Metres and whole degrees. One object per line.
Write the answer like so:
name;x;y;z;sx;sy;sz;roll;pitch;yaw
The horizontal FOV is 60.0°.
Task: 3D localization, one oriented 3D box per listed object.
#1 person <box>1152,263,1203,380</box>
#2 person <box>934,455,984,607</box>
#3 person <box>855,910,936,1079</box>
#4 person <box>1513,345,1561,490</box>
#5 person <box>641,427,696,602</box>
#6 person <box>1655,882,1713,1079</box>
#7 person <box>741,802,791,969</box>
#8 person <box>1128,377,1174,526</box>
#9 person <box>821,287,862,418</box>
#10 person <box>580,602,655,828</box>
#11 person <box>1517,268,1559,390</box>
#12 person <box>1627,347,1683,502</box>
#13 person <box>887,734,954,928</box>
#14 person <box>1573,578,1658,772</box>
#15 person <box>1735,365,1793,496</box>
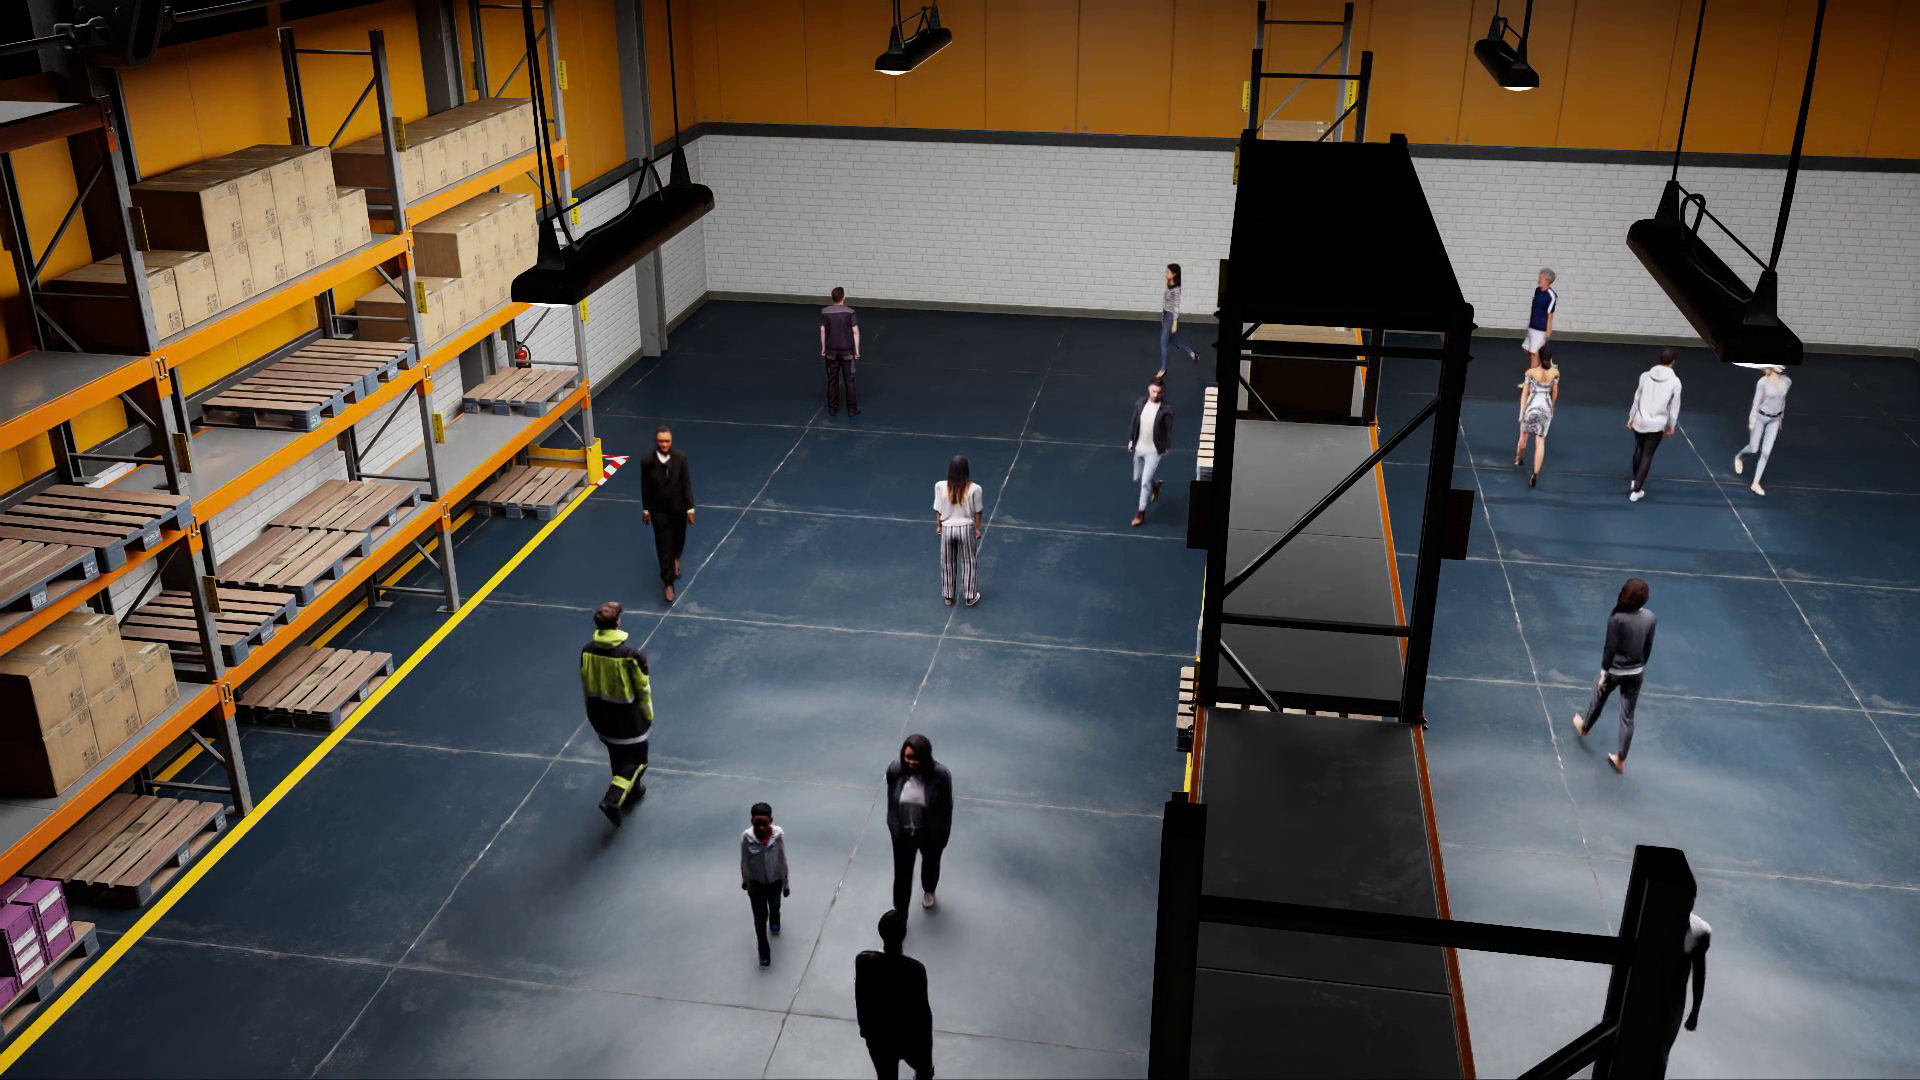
person;3.228;-3.243;24.775;0.861;1.774;1.010;-4;24;-8
person;-0.017;-0.110;17.726;0.670;1.679;0.600;5;24;11
person;-0.433;3.115;10.188;0.767;1.808;0.718;9;25;20
person;7.240;-1.512;20.795;0.631;1.790;1.014;3;24;6
person;-3.163;-0.357;18.071;1.077;1.855;1.400;-5;24;-12
person;4.444;2.890;10.649;0.715;1.850;0.620;7;25;15
person;-1.439;2.466;12.381;0.668;1.240;0.933;-3;24;-6
person;2.284;-1.098;19.827;0.922;1.808;1.095;16;28;32
person;-1.680;-2.650;23.330;0.704;1.845;0.570;5;24;11
person;-2.857;1.465;13.770;0.901;1.963;1.103;9;25;19
person;8.573;-3.102;24.390;0.883;1.824;0.931;-4;24;-9
person;8.442;-1.398;20.413;0.906;1.888;1.004;17;29;34
person;-0.287;2.155;12.686;0.713;1.566;0.978;2;24;4
person;5.868;1.212;14.635;0.799;1.733;1.090;-2;24;-3
person;10.028;-1.494;20.774;0.729;1.774;1.030;-1;24;-3
